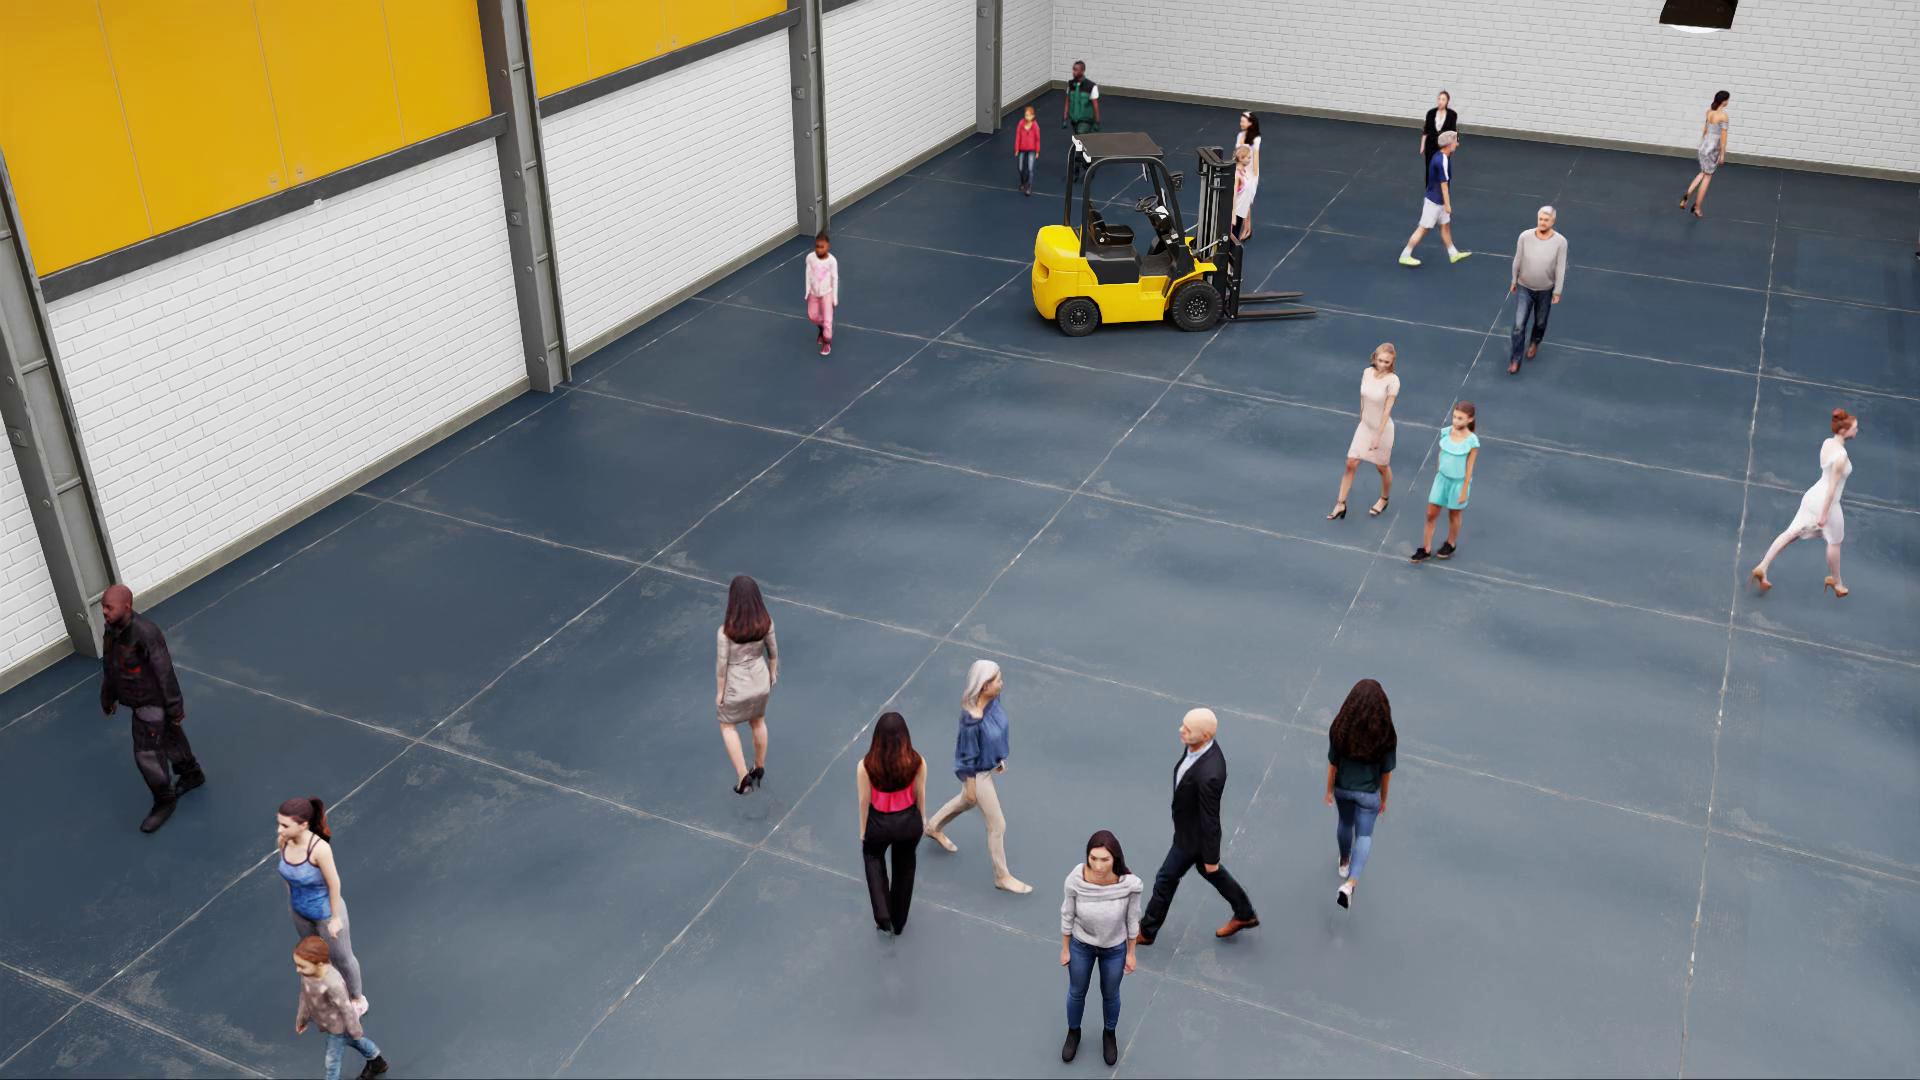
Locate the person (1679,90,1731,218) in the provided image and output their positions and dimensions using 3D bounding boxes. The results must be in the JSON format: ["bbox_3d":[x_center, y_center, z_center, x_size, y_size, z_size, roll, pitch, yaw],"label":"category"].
[{"bbox_3d":[10.512,-5.442,23.517,0.857,1.808,0.799,-8,30,-14],"label":"person"}]

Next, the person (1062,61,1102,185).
[{"bbox_3d":[1.901,-6.321,25.135,0.894,1.803,1.122,23,36,36],"label":"person"}]

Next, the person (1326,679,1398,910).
[{"bbox_3d":[2.558,1.647,10.738,0.645,1.600,0.983,9,30,16],"label":"person"}]

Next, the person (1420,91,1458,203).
[{"bbox_3d":[6.958,-5.709,24.177,0.596,1.645,0.585,13,31,22],"label":"person"}]

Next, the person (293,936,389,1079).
[{"bbox_3d":[-3.464,2.659,9.338,0.616,1.164,0.849,22,36,35],"label":"person"}]

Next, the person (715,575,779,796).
[{"bbox_3d":[-1.478,1.061,11.667,0.715,1.740,0.810,-16,33,-27],"label":"person"}]

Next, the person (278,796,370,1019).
[{"bbox_3d":[-3.766,2.171,9.769,0.569,1.609,0.545,15,32,25],"label":"person"}]

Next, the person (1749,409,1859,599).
[{"bbox_3d":[7.194,-0.278,14.114,0.866,1.746,1.062,4,29,7],"label":"person"}]

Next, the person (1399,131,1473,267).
[{"bbox_3d":[6.107,-4.403,21.639,0.931,1.783,1.182,5,29,8],"label":"person"}]

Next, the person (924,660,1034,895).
[{"bbox_3d":[0.055,1.508,10.944,0.731,1.647,1.041,12,31,21],"label":"person"}]

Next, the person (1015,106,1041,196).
[{"bbox_3d":[1.003,-5.793,24.681,0.602,1.311,0.648,4,29,8],"label":"person"}]

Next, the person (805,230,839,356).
[{"bbox_3d":[-1.580,-2.882,19.211,0.612,1.436,0.710,8,30,14],"label":"person"}]

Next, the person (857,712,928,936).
[{"bbox_3d":[-0.412,1.833,10.349,0.735,1.647,0.800,-3,29,-5],"label":"person"}]

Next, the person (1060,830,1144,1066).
[{"bbox_3d":[0.785,2.311,9.488,0.661,1.633,0.619,3,29,6],"label":"person"}]

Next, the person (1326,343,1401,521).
[{"bbox_3d":[3.921,-1.004,15.406,1.032,1.785,0.858,-20,34,-32],"label":"person"}]

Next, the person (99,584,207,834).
[{"bbox_3d":[-5.586,1.043,11.630,0.797,1.807,0.920,19,34,31],"label":"person"}]

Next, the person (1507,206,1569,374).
[{"bbox_3d":[6.493,-2.843,18.683,0.762,1.874,1.233,14,31,23],"label":"person"}]

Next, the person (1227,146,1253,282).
[{"bbox_3d":[3.491,-4.122,21.119,0.664,1.787,0.450,12,31,20],"label":"person"}]

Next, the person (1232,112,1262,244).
[{"bbox_3d":[3.936,-4.890,22.511,0.956,1.802,0.880,-16,32,-26],"label":"person"}]

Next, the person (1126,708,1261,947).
[{"bbox_3d":[1.542,1.798,10.280,1.098,1.775,1.251,0,29,-1],"label":"person"}]

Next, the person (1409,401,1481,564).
[{"bbox_3d":[4.432,-0.537,14.801,0.886,1.544,0.737,-23,36,-36],"label":"person"}]
